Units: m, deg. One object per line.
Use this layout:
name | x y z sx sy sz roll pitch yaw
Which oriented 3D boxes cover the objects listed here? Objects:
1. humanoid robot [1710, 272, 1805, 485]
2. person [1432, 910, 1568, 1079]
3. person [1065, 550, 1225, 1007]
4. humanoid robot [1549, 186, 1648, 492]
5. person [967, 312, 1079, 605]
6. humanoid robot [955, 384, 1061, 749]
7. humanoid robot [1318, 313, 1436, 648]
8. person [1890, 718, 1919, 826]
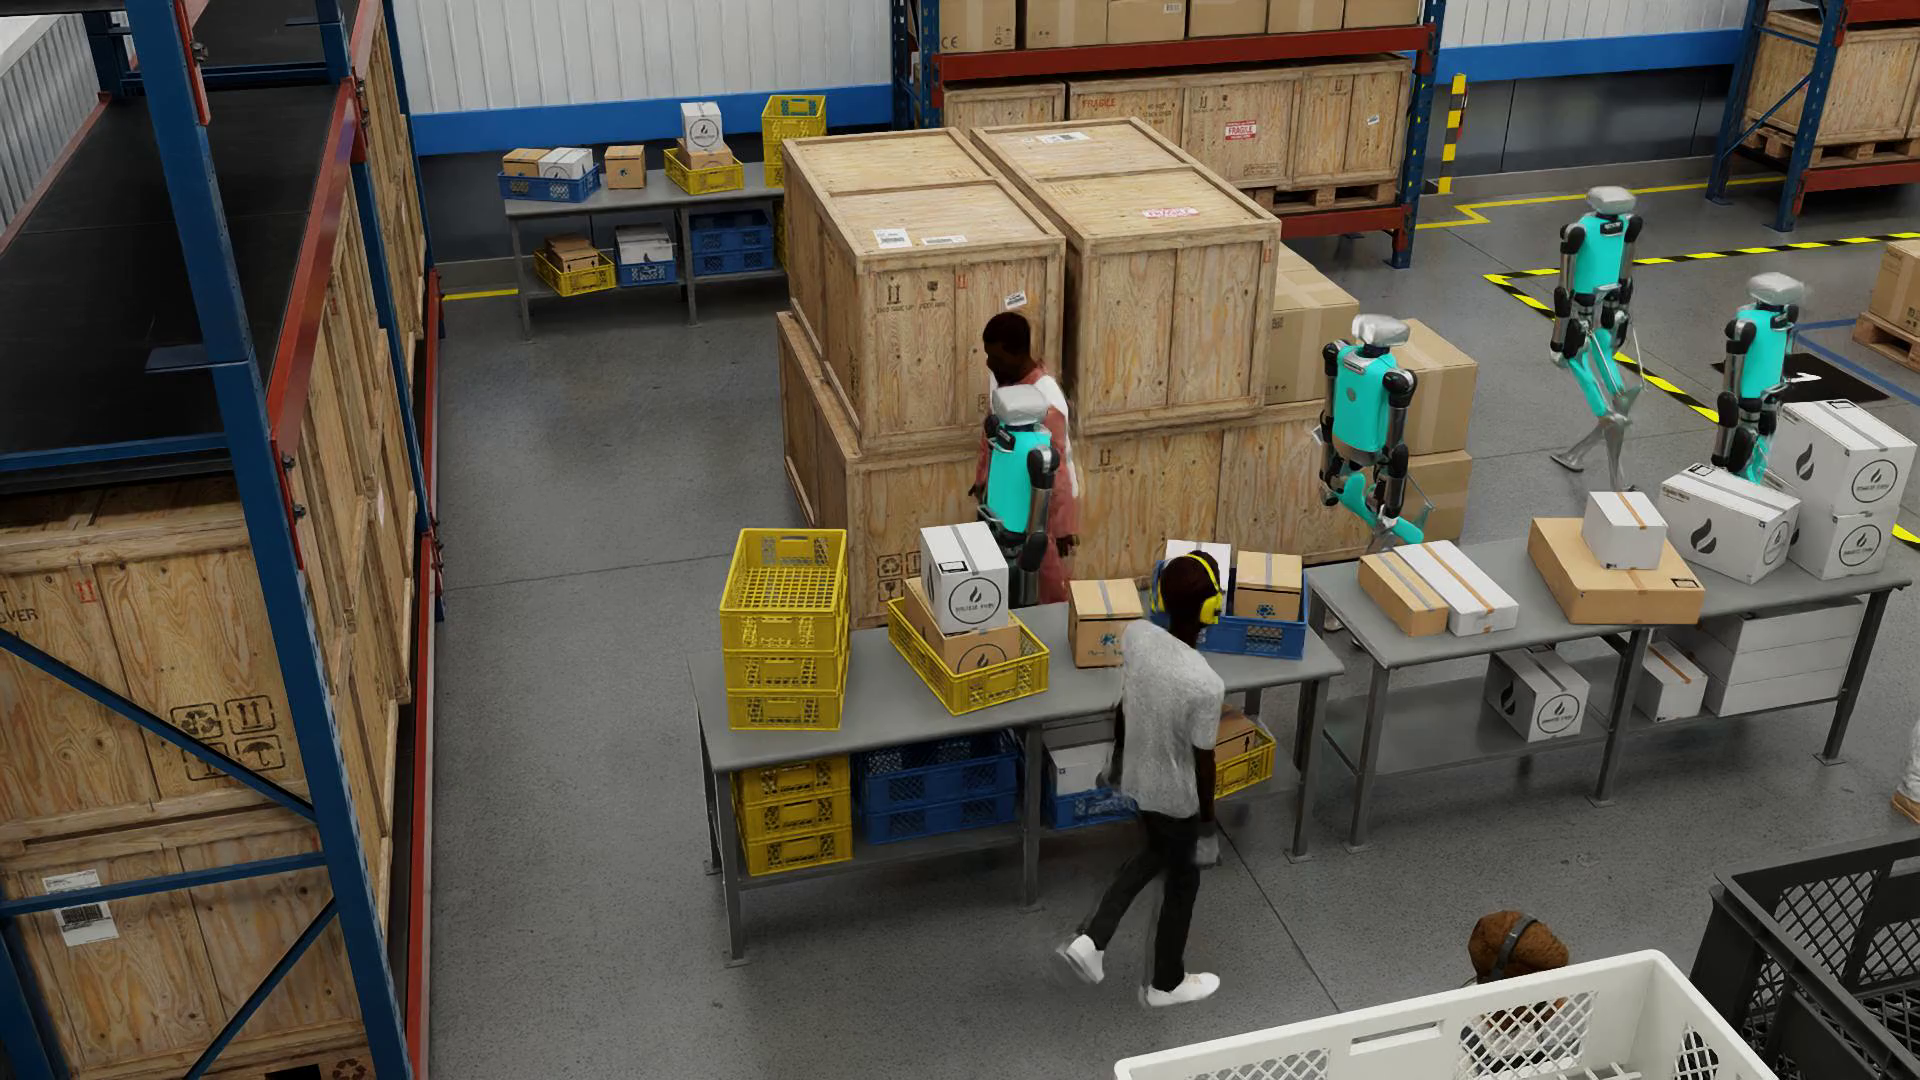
humanoid robot | 4.107 -0.357 8.361 0.535 1.896 0.750 -21 35 -34
person | 1.331 1.713 4.373 0.346 1.846 0.507 19 34 30
person | 0.677 0.904 5.840 0.517 1.847 0.610 -16 33 -26
humanoid robot | 3.797 -1.053 9.556 0.545 1.816 0.879 -12 31 -21
person | 0.254 -0.190 7.798 0.826 1.869 0.729 -11 31 -19
humanoid robot | 0.029 0.251 7.217 0.754 1.851 0.554 -12 31 -21
humanoid robot | 2.079 -0.307 8.091 0.689 1.740 0.530 -17 33 -28
person | 4.283 0.366 6.836 0.628 1.835 0.429 -16 33 -26
